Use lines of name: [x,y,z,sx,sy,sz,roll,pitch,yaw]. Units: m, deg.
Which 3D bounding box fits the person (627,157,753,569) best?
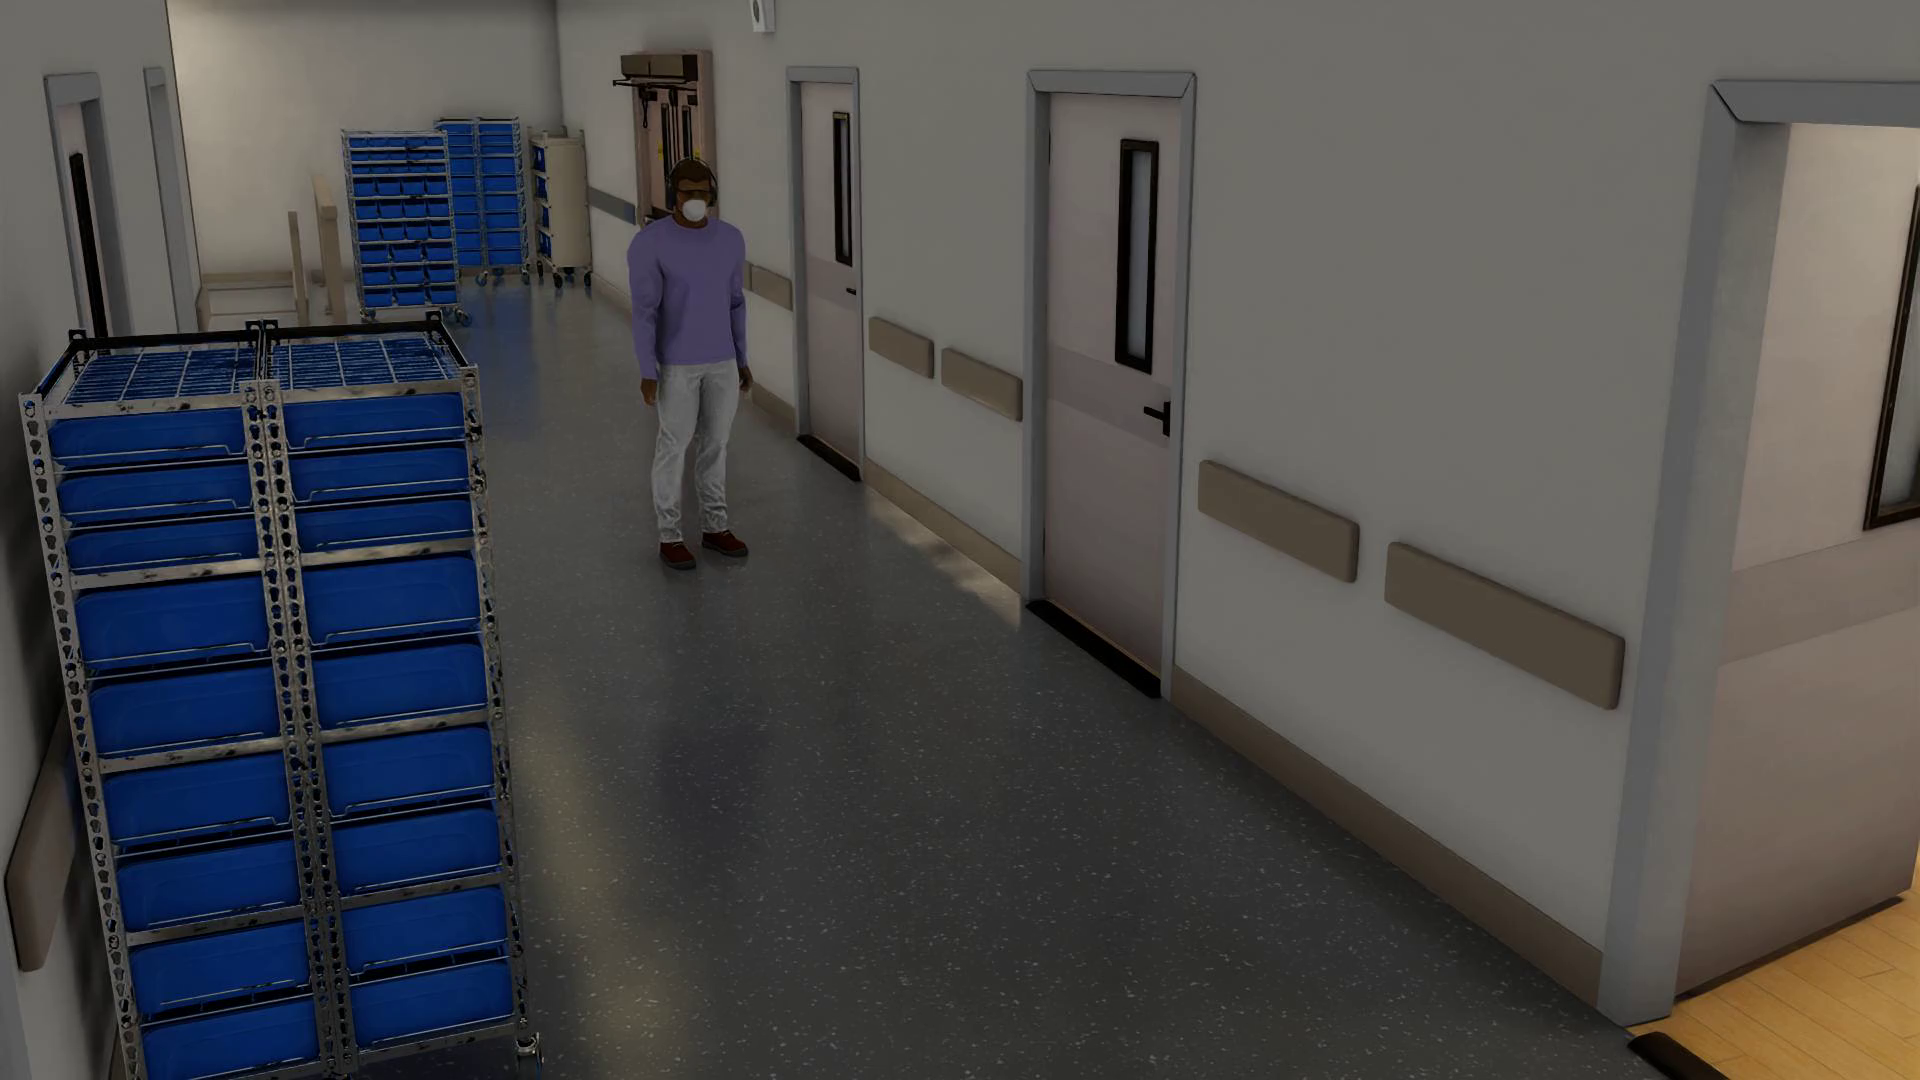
person: [-1.267,-0.839,7.944,0.635,1.936,0.351,-14,22,-41]
